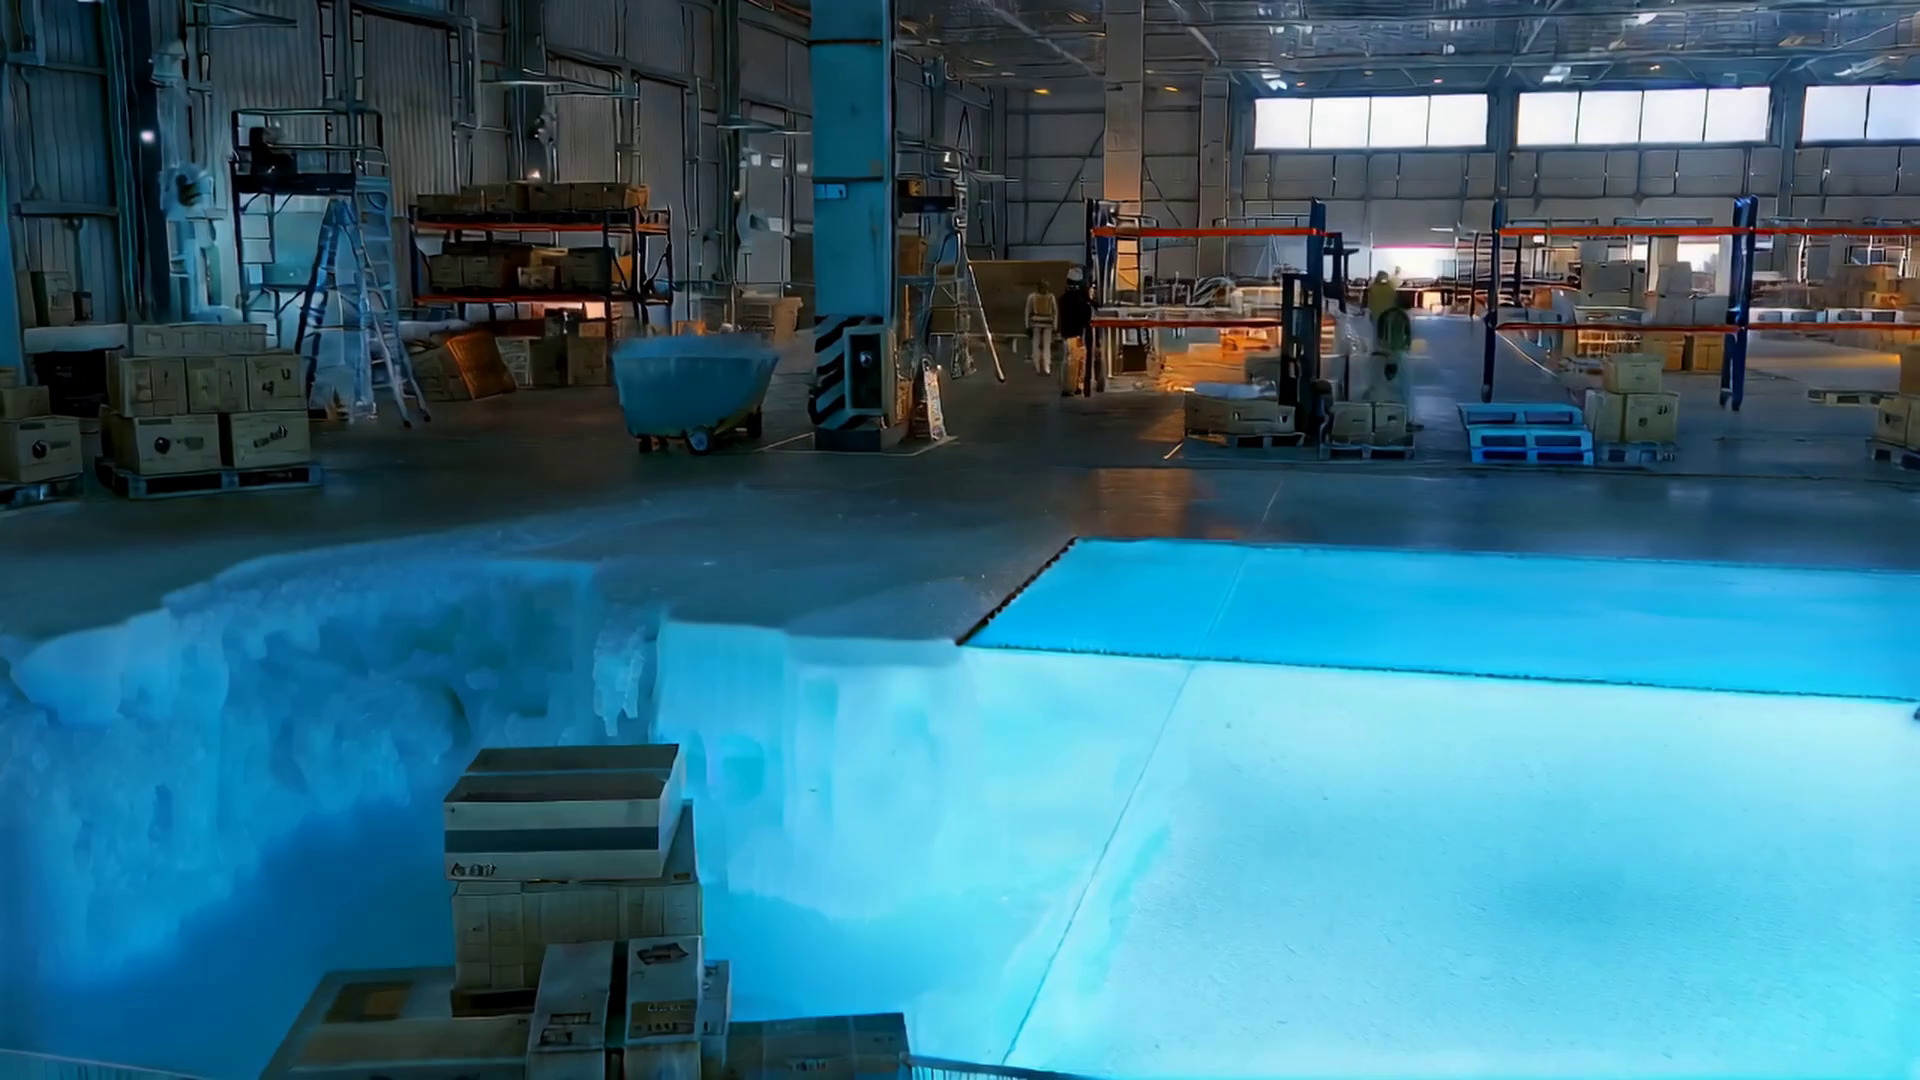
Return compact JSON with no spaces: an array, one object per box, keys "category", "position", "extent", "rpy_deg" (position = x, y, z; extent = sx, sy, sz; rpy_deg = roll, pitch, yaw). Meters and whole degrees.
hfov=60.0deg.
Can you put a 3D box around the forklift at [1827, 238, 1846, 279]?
[{"category":"forklift","position":[29.021,-8.629,55.210],"extent":[1.873,2.768,1.129],"rpy_deg":[8,12,39]}]

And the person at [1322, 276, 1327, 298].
[{"category":"person","position":[9.503,-6.136,43.876],"extent":[0.295,1.744,0.492],"rpy_deg":[6,11,32]}]

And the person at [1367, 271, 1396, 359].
[{"category":"person","position":[9.215,-4.914,36.277],"extent":[0.620,1.893,1.038],"rpy_deg":[7,12,35]}]

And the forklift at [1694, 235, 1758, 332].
[{"category":"forklift","position":[22.353,-7.522,48.695],"extent":[1.873,2.768,1.129],"rpy_deg":[2,10,14]}]

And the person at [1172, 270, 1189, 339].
[{"category":"person","position":[5.922,-6.341,44.801],"extent":[0.504,1.840,0.345],"rpy_deg":[-3,10,-17]}]

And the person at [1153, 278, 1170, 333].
[{"category":"person","position":[5.678,-6.793,48.147],"extent":[0.781,1.611,0.523],"rpy_deg":[3,10,17]}]

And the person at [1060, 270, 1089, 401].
[{"category":"person","position":[1.736,-3.122,25.395],"extent":[0.380,1.993,0.610],"rpy_deg":[-4,10,-23]}]

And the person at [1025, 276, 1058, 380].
[{"category":"person","position":[1.468,-3.836,30.024],"extent":[0.608,1.857,0.798],"rpy_deg":[0,10,-1]}]

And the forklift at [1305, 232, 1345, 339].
[{"category":"forklift","position":[9.473,-6.631,43.444],"extent":[1.129,2.768,1.873],"rpy_deg":[6,12,33]}]

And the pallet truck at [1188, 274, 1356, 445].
[{"category":"pallet truck","position":[3.653,-2.138,19.590],"extent":[1.885,1.965,0.823],"rpy_deg":[-4,10,-20]}]

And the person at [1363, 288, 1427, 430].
[{"category":"person","position":[5.411,-2.269,20.961],"extent":[0.920,1.805,0.624],"rpy_deg":[-1,10,-5]}]

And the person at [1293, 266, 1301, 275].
[{"category":"person","position":[9.584,-6.839,47.490],"extent":[0.649,1.920,0.436],"rpy_deg":[1,10,3]}]

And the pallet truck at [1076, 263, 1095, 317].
[{"category":"pallet truck","position":[4.325,-8.180,55.162],"extent":[0.823,1.965,1.885],"rpy_deg":[6,11,31]}]

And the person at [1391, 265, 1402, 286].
[{"category":"person","position":[14.828,-8.372,56.473],"extent":[0.375,1.935,0.550],"rpy_deg":[7,12,36]}]
